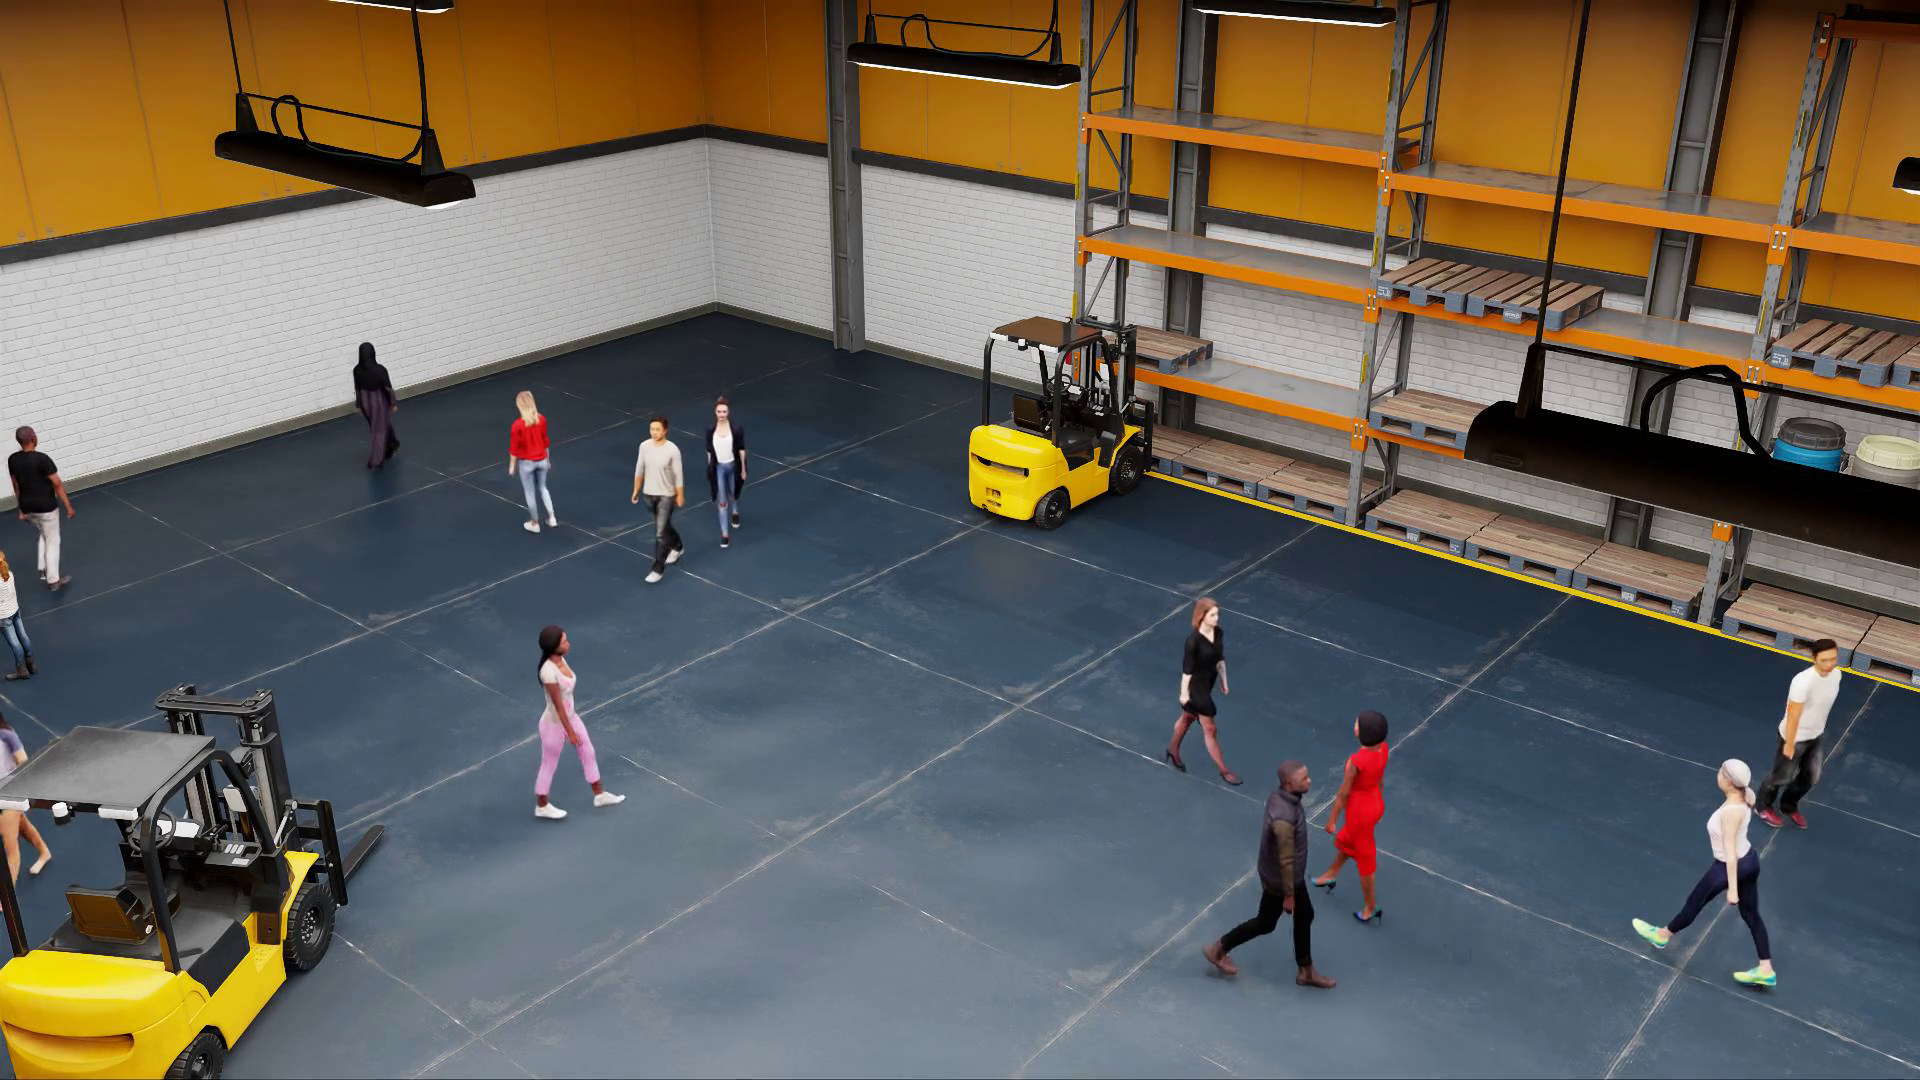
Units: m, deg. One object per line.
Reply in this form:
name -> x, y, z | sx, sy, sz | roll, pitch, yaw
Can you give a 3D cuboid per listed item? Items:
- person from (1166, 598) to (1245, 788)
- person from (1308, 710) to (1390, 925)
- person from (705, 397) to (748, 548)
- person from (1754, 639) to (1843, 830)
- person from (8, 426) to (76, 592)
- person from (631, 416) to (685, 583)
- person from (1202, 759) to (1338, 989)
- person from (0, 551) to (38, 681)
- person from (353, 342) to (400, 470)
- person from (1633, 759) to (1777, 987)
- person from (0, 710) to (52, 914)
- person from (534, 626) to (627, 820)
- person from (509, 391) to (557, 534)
person -> 1.957, 1.243, 14.062 | 1.031, 1.668, 0.611 | 20, 30, 37
person -> 3.008, 2.061, 12.124 | 0.913, 1.721, 0.627 | 21, 31, 39
person -> -2.617, -0.811, 18.799 | 1.117, 1.638, 1.149 | -1, 24, -2
person -> 6.688, 1.517, 13.307 | 0.798, 1.770, 0.844 | -14, 27, -29
person -> -9.677, -0.293, 17.423 | 0.751, 1.791, 0.841 | 4, 24, 9
person -> -3.199, -0.506, 17.932 | 1.104, 1.773, 0.900 | 10, 26, 22
person -> 2.132, 2.313, 11.450 | 1.291, 1.799, 1.027 | 7, 25, 16
person -> -9.005, 0.698, 15.748 | 0.612, 1.316, 0.562 | 2, 24, 6
person -> -7.349, -1.672, 20.806 | 1.140, 1.608, 1.065 | 3, 24, 6
person -> 5.441, 2.363, 11.535 | 1.206, 1.640, 0.614 | 16, 28, 32
person -> -7.198, 1.880, 12.587 | 1.132, 1.682, 1.062 | 3, 24, 6
person -> -3.327, 1.501, 13.411 | 1.049, 1.716, 0.936 | 2, 24, 4
person -> -4.812, -0.852, 18.818 | 0.612, 1.698, 0.629 | 19, 30, 37
